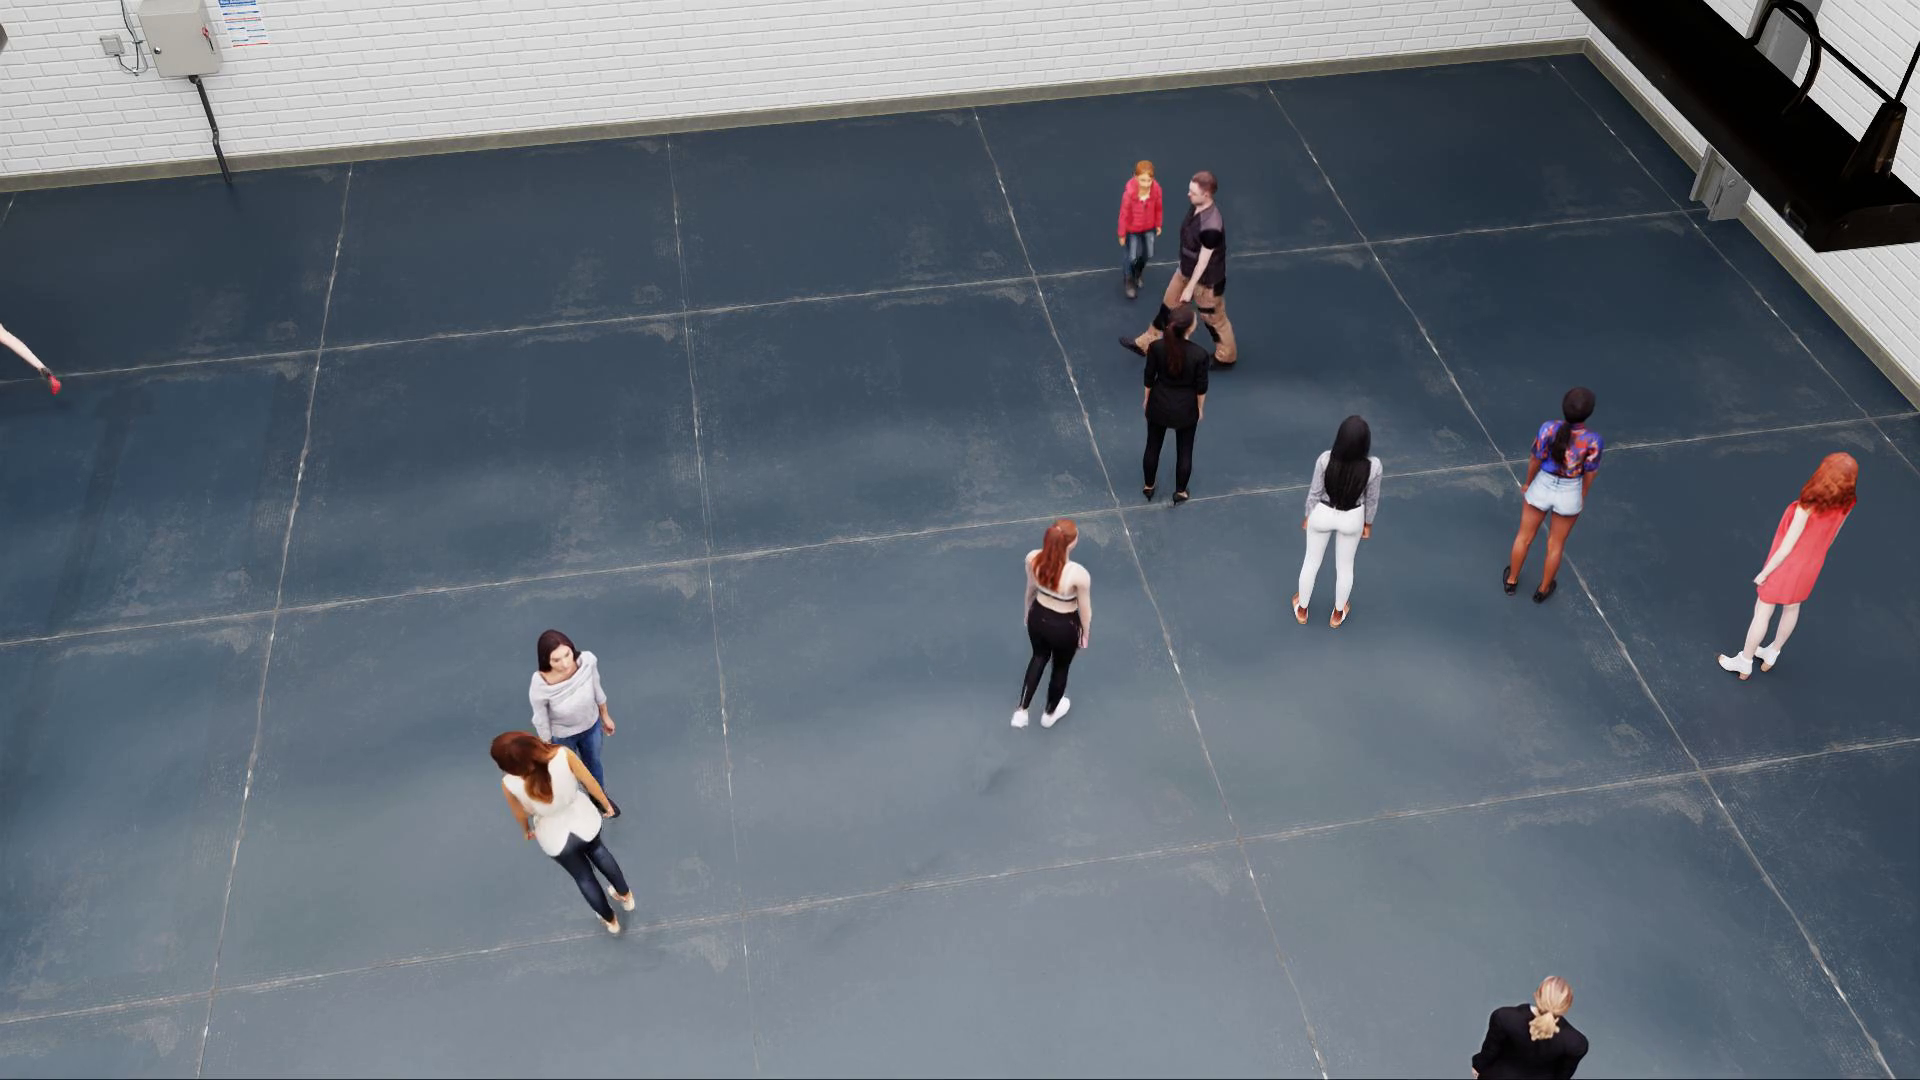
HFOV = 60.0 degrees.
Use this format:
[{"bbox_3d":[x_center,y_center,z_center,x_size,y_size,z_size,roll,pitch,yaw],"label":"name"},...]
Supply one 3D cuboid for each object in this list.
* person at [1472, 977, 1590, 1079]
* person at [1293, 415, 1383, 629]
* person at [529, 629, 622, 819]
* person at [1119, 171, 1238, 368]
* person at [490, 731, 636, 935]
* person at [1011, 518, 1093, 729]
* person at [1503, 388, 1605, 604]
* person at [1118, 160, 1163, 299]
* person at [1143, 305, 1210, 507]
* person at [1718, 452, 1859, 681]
[{"bbox_3d":[2.662,2.602,7.966,0.694,1.707,0.707,14,45,14],"label":"person"},{"bbox_3d":[2.447,-0.123,10.814,0.668,1.724,0.634,8,44,8],"label":"person"},{"bbox_3d":[-2.241,1.098,9.599,0.678,1.633,0.692,-33,53,-30],"label":"person"},{"bbox_3d":[1.959,-2.028,12.768,0.809,1.789,1.119,-3,44,-3],"label":"person"},{"bbox_3d":[-2.080,1.589,9.008,0.773,1.738,0.732,-14,45,-14],"label":"person"},{"bbox_3d":[0.521,0.582,10.067,0.832,1.735,0.898,25,49,24],"label":"person"},{"bbox_3d":[3.920,-0.293,10.978,0.666,1.746,0.700,20,47,20],"label":"person"},{"bbox_3d":[1.461,-2.609,13.730,0.558,1.302,0.584,-7,44,-8],"label":"person"},{"bbox_3d":[1.494,-0.928,11.706,0.685,1.659,0.697,13,45,13],"label":"person"},{"bbox_3d":[5.227,0.174,10.428,0.631,1.827,0.547,-13,45,-13],"label":"person"}]
